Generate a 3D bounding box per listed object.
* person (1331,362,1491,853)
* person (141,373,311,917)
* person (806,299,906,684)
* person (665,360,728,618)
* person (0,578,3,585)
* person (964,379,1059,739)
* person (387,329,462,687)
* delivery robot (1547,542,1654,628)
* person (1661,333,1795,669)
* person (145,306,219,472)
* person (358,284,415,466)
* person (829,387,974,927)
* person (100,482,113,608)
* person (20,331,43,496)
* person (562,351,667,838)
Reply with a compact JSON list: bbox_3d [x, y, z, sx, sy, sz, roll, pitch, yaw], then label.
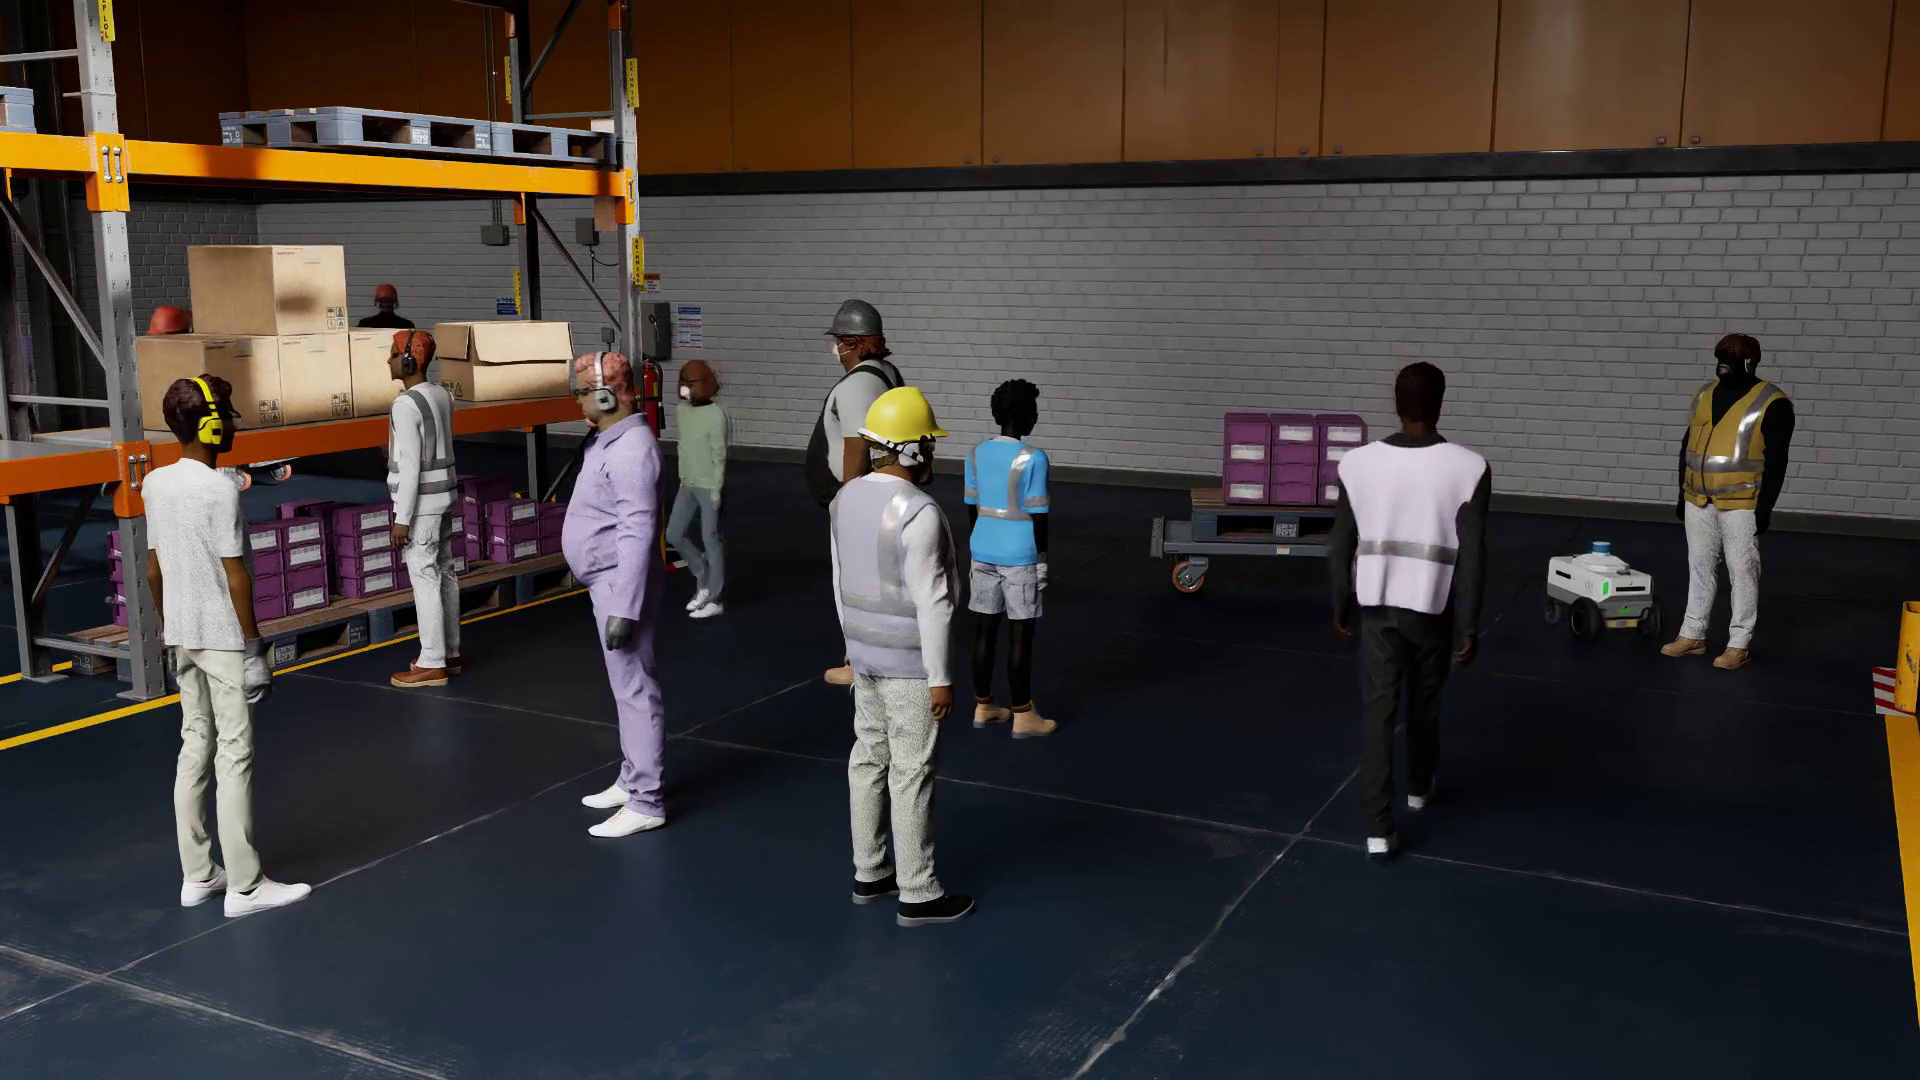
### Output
[{"bbox_3d":[1.739,0.243,6.500,0.605,1.864,1.024,4,11,22],"label":"person"},{"bbox_3d":[-2.571,0.365,5.754,0.521,1.874,0.328,6,11,31],"label":"person"},{"bbox_3d":[-0.557,-0.256,8.860,0.537,2.000,0.675,3,10,16],"label":"person"},{"bbox_3d":[-1.635,-0.312,10.374,0.348,1.617,0.529,-9,13,-43],"label":"person"},{"bbox_3d":[-6.803,-0.566,11.236,0.429,1.840,0.633,6,11,30],"label":"person"},{"bbox_3d":[0.233,0.085,7.878,0.322,1.695,0.536,-9,13,-41],"label":"person"},{"bbox_3d":[-2.846,-0.168,8.800,0.355,1.884,0.575,1,10,3],"label":"person"},{"bbox_3d":[3.818,0.253,9.936,0.477,0.478,0.707,-1,10,-8],"label":"delivery robot"},{"bbox_3d":[4.238,-0.218,9.214,0.429,1.844,0.627,-6,11,-29],"label":"person"},{"bbox_3d":[-5.339,-0.650,11.488,0.555,1.919,0.438,5,11,25],"label":"person"},{"bbox_3d":[-6.173,-1.784,17.957,0.605,1.958,0.996,-4,11,-24],"label":"person"},{"bbox_3d":[-0.196,0.394,5.693,0.403,1.834,0.588,-7,12,-36],"label":"person"},{"bbox_3d":[-5.198,-0.365,10.585,0.542,1.656,0.836,5,11,25],"label":"person"},{"bbox_3d":[-8.787,-1.311,15.344,0.584,1.909,0.507,0,10,-1],"label":"person"},{"bbox_3d":[-1.355,0.211,6.561,0.406,1.902,0.636,-2,10,-14],"label":"person"}]
